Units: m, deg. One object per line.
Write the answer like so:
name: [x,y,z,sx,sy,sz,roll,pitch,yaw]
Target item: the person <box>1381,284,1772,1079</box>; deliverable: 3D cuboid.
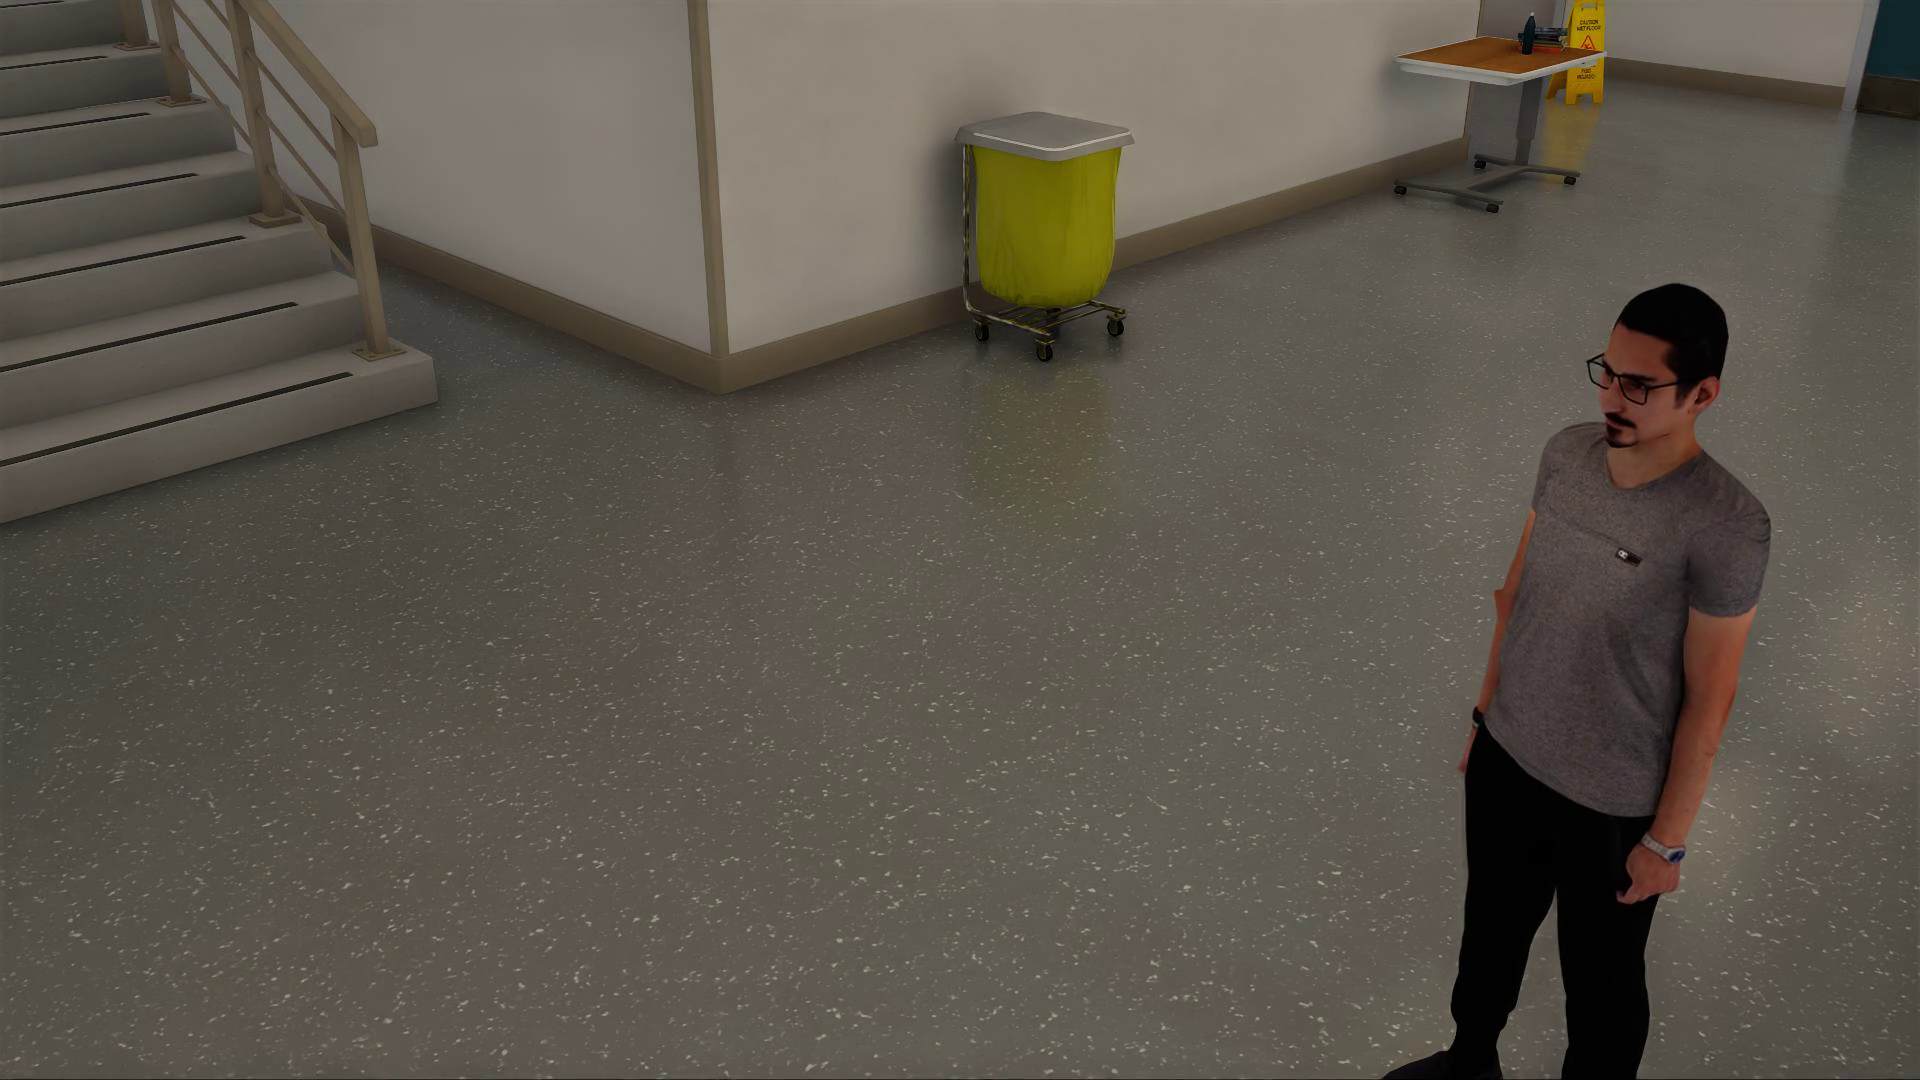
person: [1.088,0.392,2.904,0.741,1.755,0.585,-13,29,-25]
